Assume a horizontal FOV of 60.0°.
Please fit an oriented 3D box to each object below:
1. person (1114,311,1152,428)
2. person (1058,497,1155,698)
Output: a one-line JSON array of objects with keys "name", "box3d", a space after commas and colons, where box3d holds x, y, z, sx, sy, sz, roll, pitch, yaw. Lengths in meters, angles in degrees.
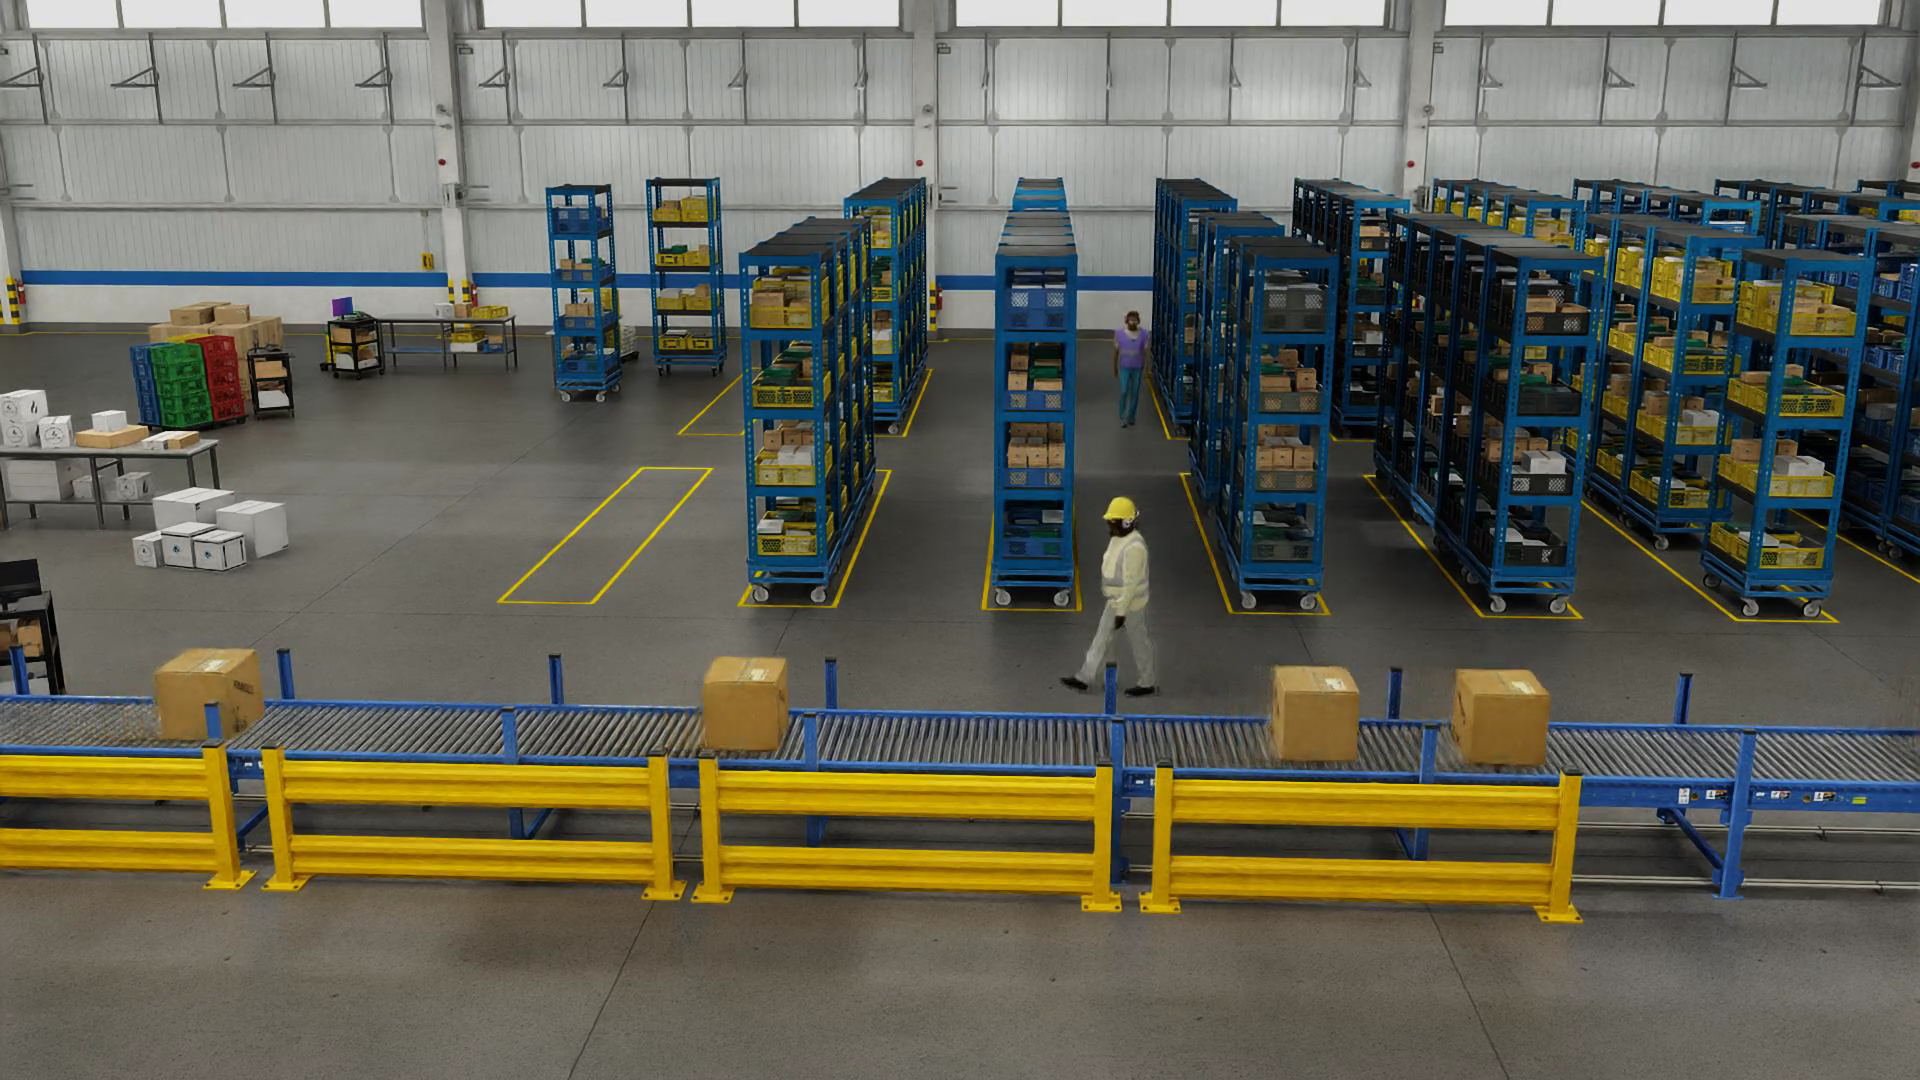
[{"name": "person", "box3d": [2.694, -2.644, 25.912, 0.584, 1.807, 0.873, 0, 15, 0]}, {"name": "person", "box3d": [1.298, 0.516, 14.218, 0.890, 1.788, 0.626, -3, 15, -12]}]
